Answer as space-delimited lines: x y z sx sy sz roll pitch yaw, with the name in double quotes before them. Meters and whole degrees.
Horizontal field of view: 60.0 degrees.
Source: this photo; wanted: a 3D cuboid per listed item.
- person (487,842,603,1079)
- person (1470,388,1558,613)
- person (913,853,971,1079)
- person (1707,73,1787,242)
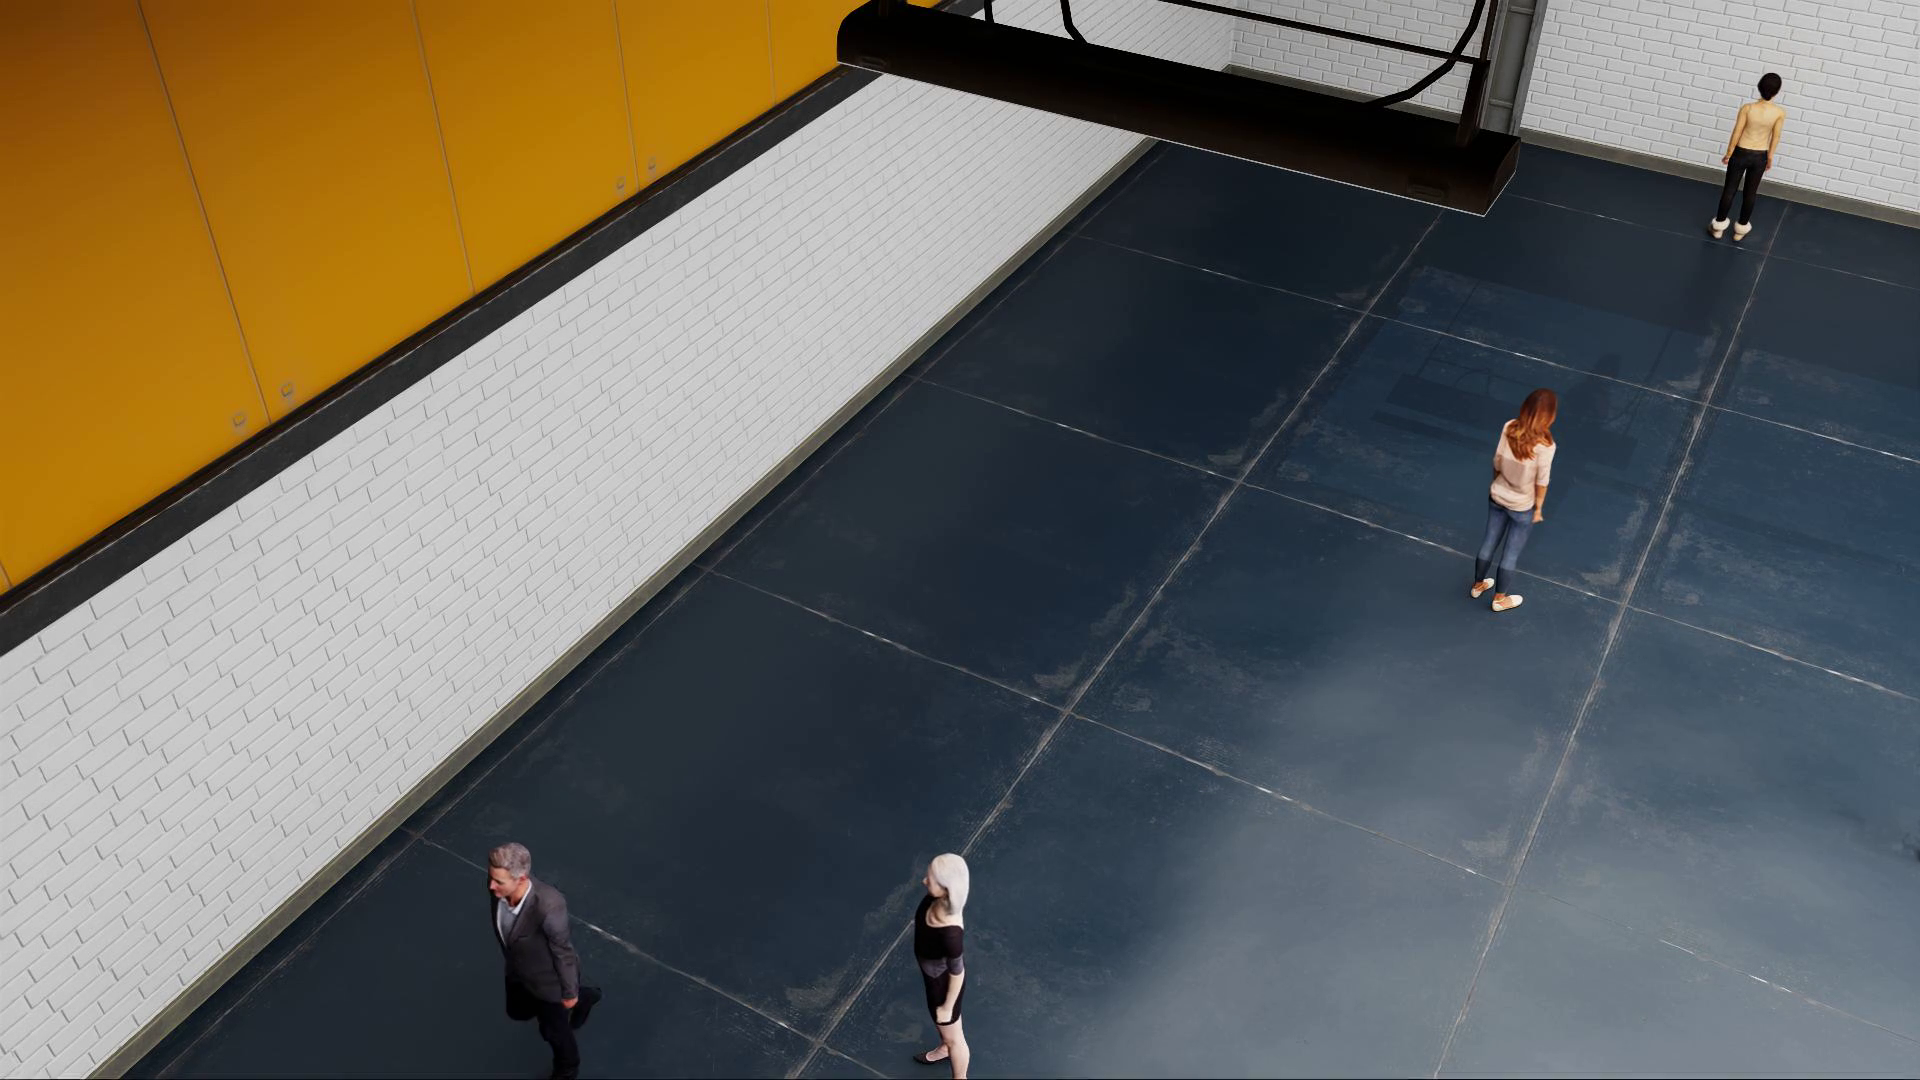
"person" -2.088 2.142 8.506 0.815 1.822 0.823 25 45 27
"person" 3.848 -0.281 11.564 0.730 1.792 0.610 -22 44 -25
"person" -0.075 2.211 8.414 0.686 1.829 0.649 -5 39 -7
"person" 7.554 -3.662 15.905 0.539 1.658 0.696 12 40 15
